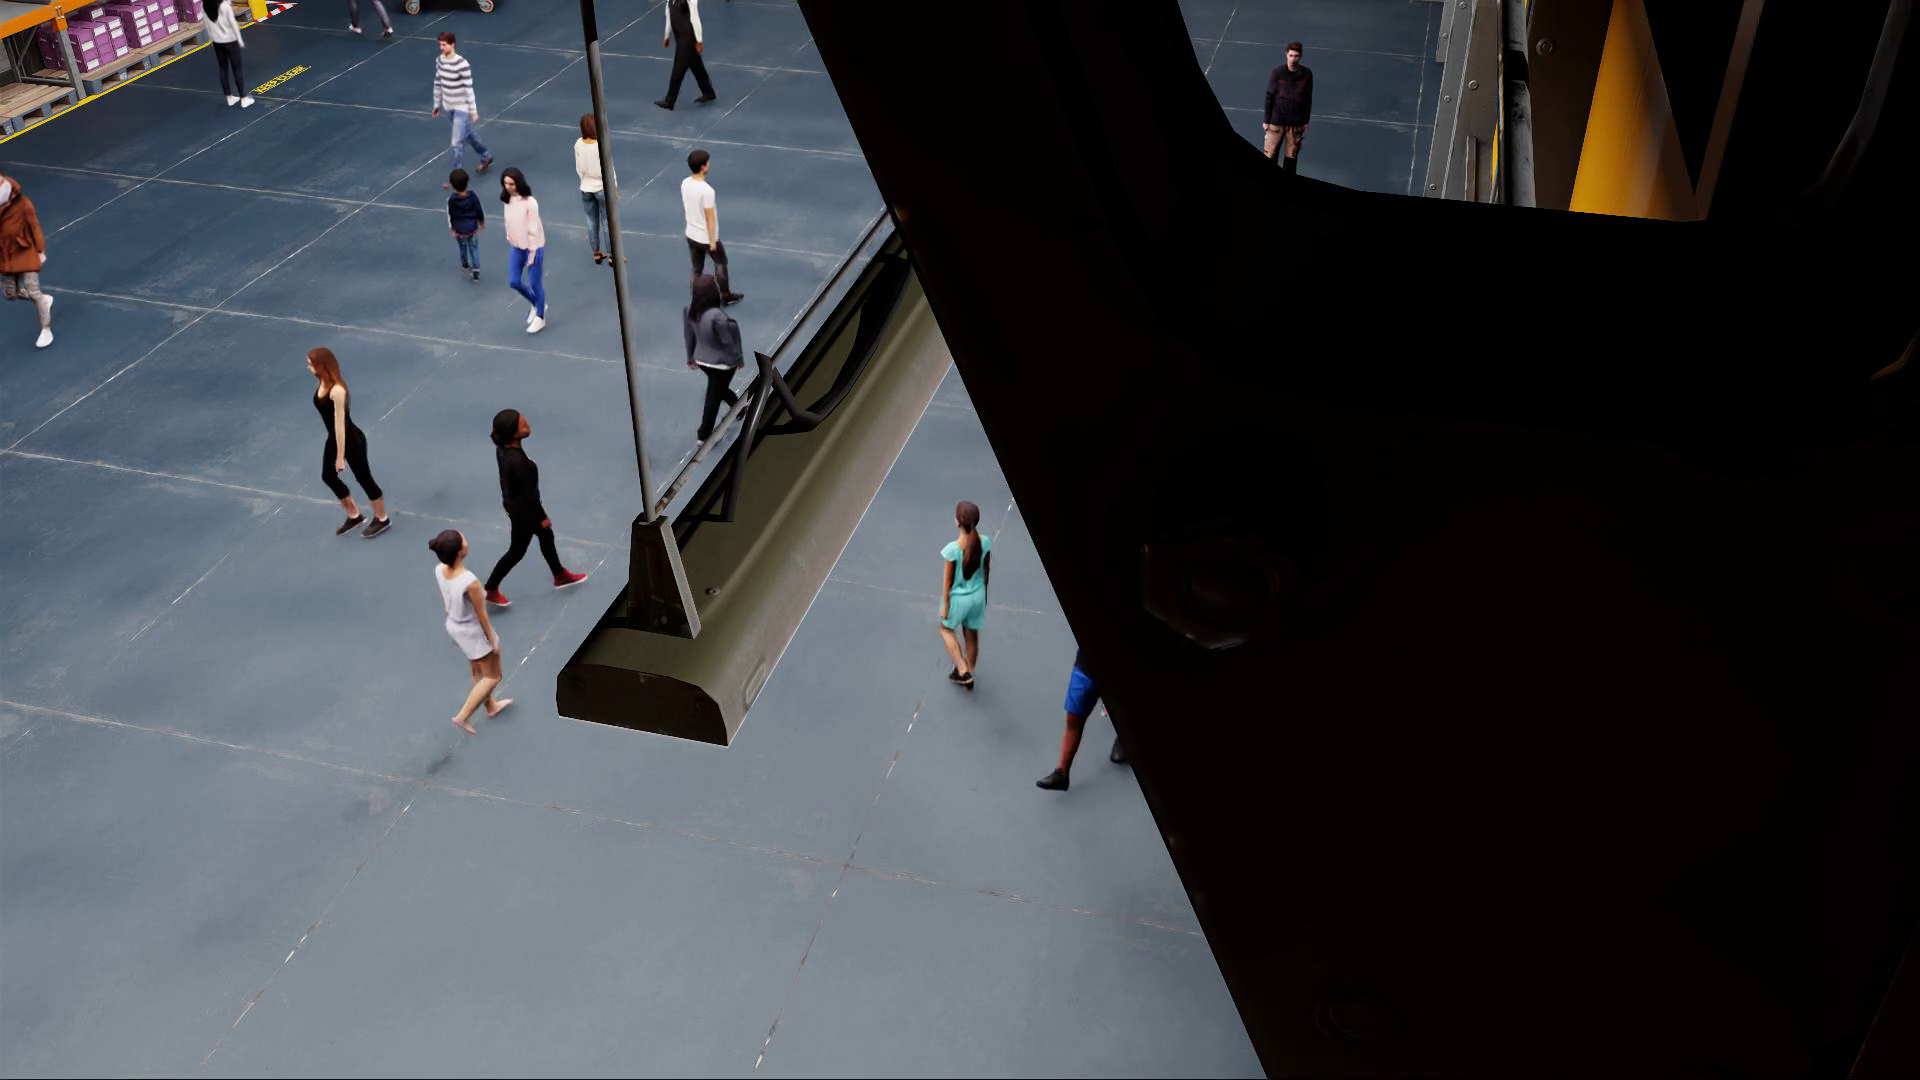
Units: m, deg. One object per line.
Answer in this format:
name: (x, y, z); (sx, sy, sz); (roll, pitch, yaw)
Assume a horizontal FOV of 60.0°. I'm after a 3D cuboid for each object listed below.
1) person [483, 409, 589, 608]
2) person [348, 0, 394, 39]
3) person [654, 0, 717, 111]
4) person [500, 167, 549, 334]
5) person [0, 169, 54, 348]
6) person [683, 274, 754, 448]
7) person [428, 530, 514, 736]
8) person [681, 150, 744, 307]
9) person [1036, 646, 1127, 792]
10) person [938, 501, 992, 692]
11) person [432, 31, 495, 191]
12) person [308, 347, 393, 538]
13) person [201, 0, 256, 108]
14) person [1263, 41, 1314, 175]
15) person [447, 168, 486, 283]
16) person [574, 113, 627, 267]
person: (-3.380, -0.194, 12.559); (1.093, 1.642, 1.094); (-14, 36, -20)
person: (-8.819, -8.304, 24.636); (1.121, 1.780, 1.279); (25, 41, 33)
person: (-3.564, -6.694, 22.133); (1.330, 1.868, 1.164); (-25, 41, -33)
person: (-4.237, -2.907, 16.540); (0.708, 1.753, 0.731); (19, 38, 26)
person: (-9.250, -2.834, 16.363); (0.817, 1.828, 0.964); (1, 34, 1)
person: (-2.219, -1.544, 14.671); (1.130, 1.552, 0.977); (-28, 43, -35)
person: (-3.374, 0.654, 11.320); (0.730, 1.600, 0.871); (22, 39, 29)
person: (-2.673, -3.092, 16.861); (0.866, 1.705, 0.960); (28, 43, 35)
person: (0.979, 0.823, 10.949); (0.976, 1.729, 1.242); (23, 40, 30)
person: (0.064, 0.437, 11.688); (0.676, 1.554, 0.732); (-16, 37, -22)
person: (-5.951, -5.188, 19.927); (0.933, 1.803, 1.279); (20, 39, 28)
person: (-4.860, -0.804, 13.414); (0.732, 1.711, 0.788); (27, 42, 34)
person: (-9.830, -6.650, 22.217); (0.613, 1.702, 0.532); (8, 34, 11)
person: (3.785, -4.824, 19.269); (0.750, 1.923, 0.664); (2, 34, 2)
person: (-5.239, -3.320, 17.661); (0.768, 1.199, 0.856); (-13, 36, -19)
person: (-3.905, -3.769, 17.900); (0.655, 1.683, 0.605); (15, 37, 22)
